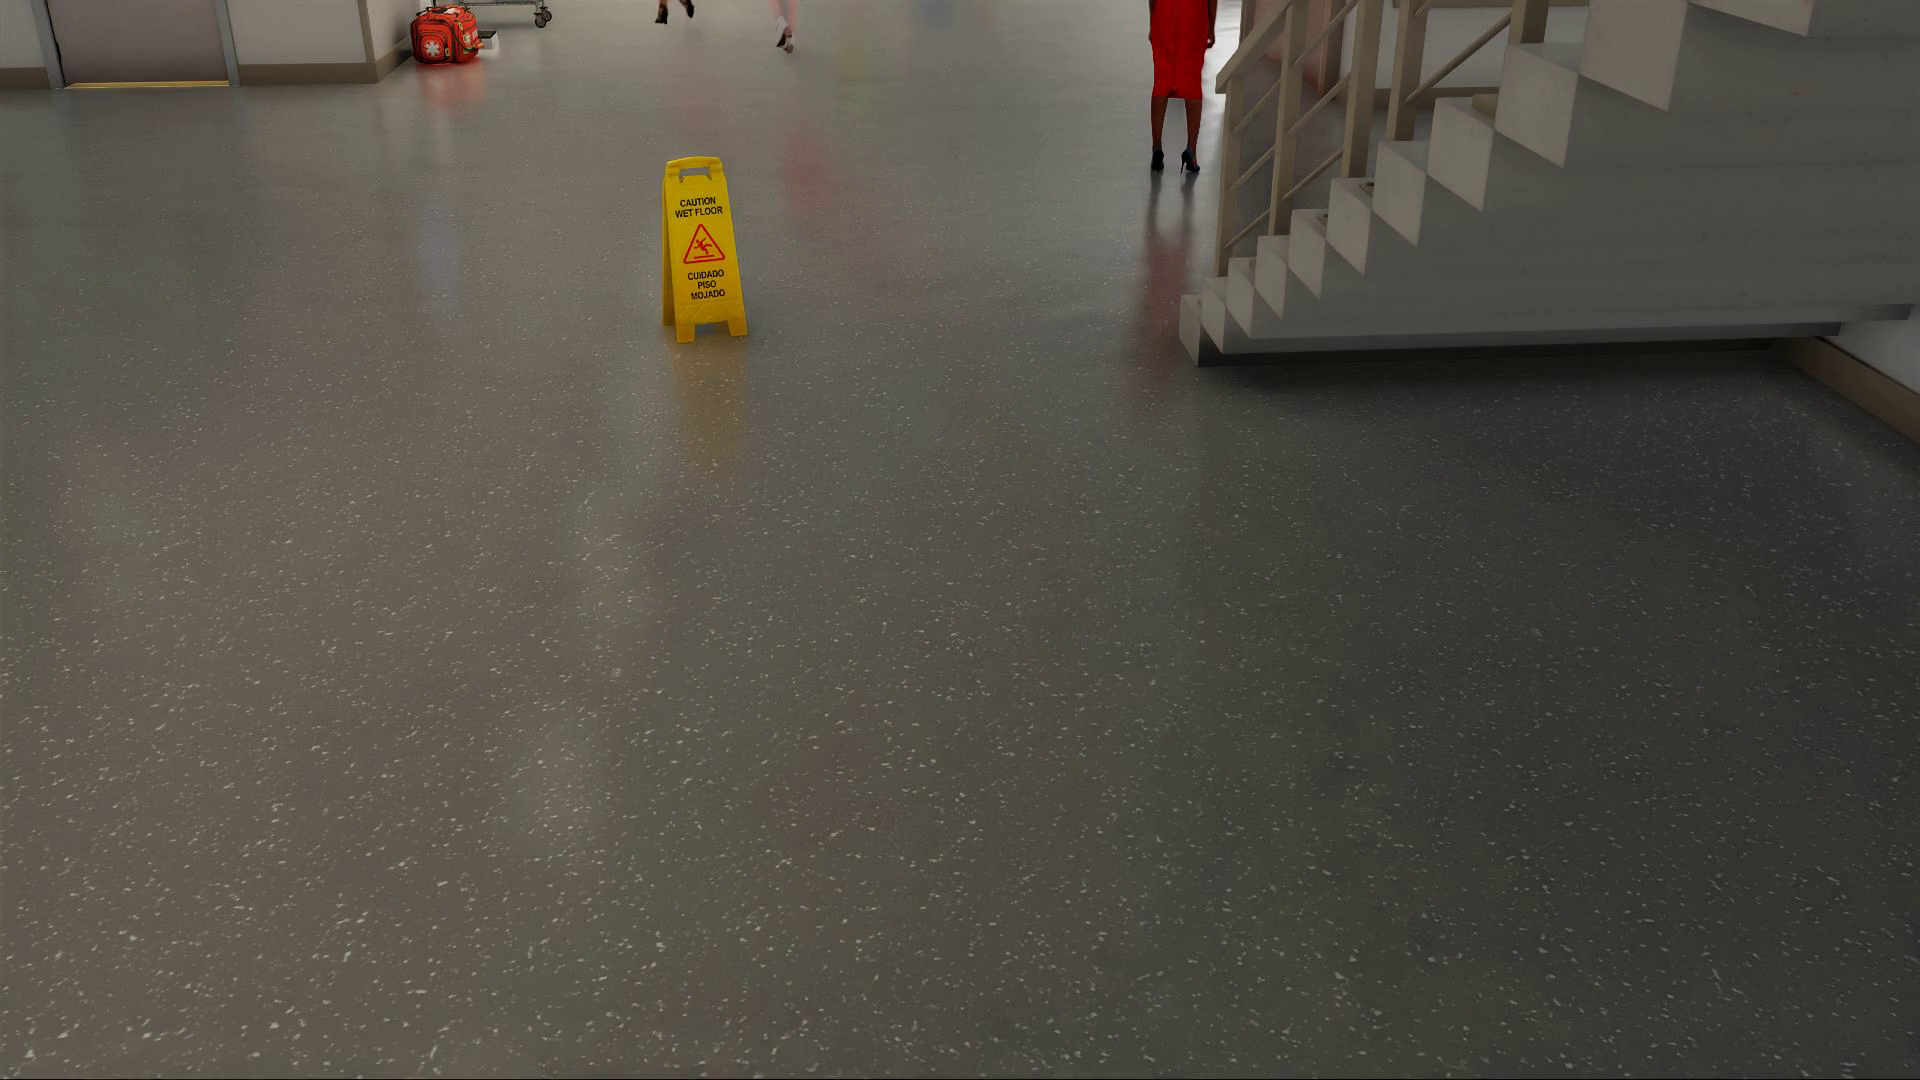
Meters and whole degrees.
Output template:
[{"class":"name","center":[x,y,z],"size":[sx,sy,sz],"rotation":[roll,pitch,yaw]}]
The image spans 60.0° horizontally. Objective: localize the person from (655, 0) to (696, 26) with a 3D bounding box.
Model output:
[{"class":"person","center":[-2.659,-5.519,15.087],"size":[0.926,1.701,1.050],"rotation":[-21,33,-37]}]

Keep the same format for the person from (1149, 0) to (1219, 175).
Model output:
[{"class":"person","center":[1.324,-3.094,10.009],"size":[0.633,1.744,0.620],"rotation":[8,27,16]}]
